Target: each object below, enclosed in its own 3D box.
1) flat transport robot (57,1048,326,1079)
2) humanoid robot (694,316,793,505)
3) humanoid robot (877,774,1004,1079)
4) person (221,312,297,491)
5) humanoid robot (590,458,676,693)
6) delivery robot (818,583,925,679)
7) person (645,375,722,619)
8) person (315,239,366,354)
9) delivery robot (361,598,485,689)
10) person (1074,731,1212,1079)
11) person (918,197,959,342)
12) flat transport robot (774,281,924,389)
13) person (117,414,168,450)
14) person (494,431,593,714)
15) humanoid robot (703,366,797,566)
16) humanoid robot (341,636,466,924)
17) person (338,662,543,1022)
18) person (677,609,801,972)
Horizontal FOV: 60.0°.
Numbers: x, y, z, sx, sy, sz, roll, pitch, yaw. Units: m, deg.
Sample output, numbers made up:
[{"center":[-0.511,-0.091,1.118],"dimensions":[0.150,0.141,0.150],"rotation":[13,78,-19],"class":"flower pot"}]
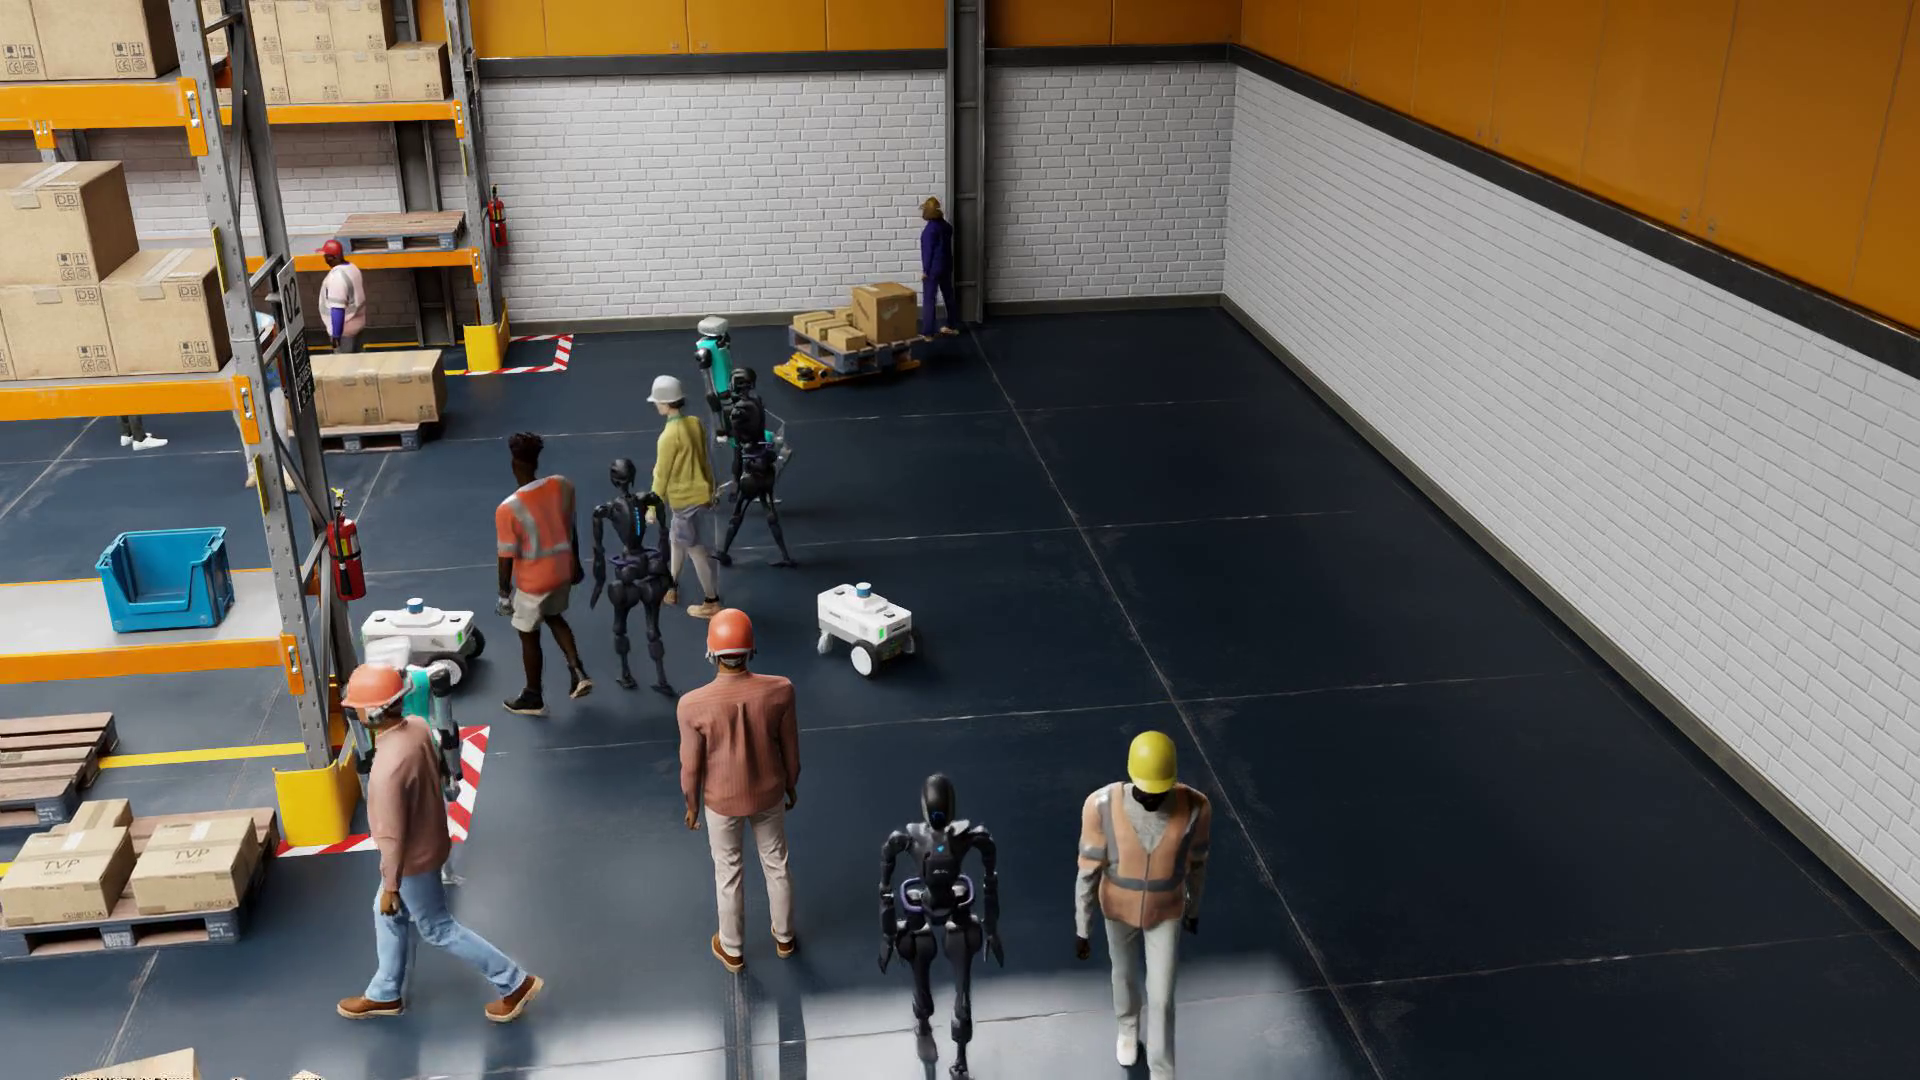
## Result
[{"center":[-2.957,2.952,6.671],"dimensions":[1.431,0.231,0.659],"rotation":[12,26,26],"class":"flat transport robot"},{"center":[-1.779,-0.999,13.832],"dimensions":[1.002,1.719,0.546],"rotation":[5,24,12],"class":"humanoid robot"},{"center":[-0.088,1.778,7.610],"dimensions":[0.584,1.640,0.589],"rotation":[-3,24,-6],"class":"humanoid robot"},{"center":[-6.121,-1.277,14.407],"dimensions":[0.646,1.809,0.703],"rotation":[-12,26,-25],"class":"person"},{"center":[-2.158,0.249,11.096],"dimensions":[0.600,1.646,0.417],"rotation":[-17,29,-34],"class":"humanoid robot"},{"center":[-0.651,0.606,11.675],"dimensions":[0.778,0.607,0.512],"rotation":[22,32,40],"class":"delivery robot"},{"center":[-2.114,-0.308,12.122],"dimensions":[0.837,1.855,0.488],"rotation":[7,25,16],"class":"person"},{"center":[-6.026,-2.080,16.295],"dimensions":[0.420,1.754,0.617],"rotation":[0,24,1],"class":"person"},{"center":[-3.711,0.686,11.466],"dimensions":[0.785,0.585,0.499],"rotation":[0,24,0],"class":"delivery robot"},{"center":[0.811,1.713,7.477],"dimensions":[0.596,1.886,0.887],"rotation":[2,24,6],"class":"person"},{"center":[-0.283,-3.045,18.685],"dimensions":[0.387,1.614,0.514],"rotation":[15,28,30],"class":"person"},{"center":[-1.196,-1.887,17.695],"dimensions":[1.431,0.231,0.659],"rotation":[-15,28,-30],"class":"flat transport robot"},{"center":[-7.748,-1.754,15.409],"dimensions":[0.524,1.866,0.326],"rotation":[19,30,37],"class":"person"},{"center":[-2.708,0.236,10.768],"dimensions":[0.529,1.944,0.672],"rotation":[14,27,29],"class":"person"},{"center":[-1.657,-0.564,12.970],"dimensions":[0.740,1.624,0.589],"rotation":[6,24,14],"class":"humanoid robot"},{"center":[-2.948,1.217,8.819],"dimensions":[0.568,1.785,0.851],"rotation":[-13,27,-27],"class":"humanoid robot"},{"center":[-2.571,1.474,7.959],"dimensions":[0.982,1.944,0.627],"rotation":[-3,24,-6],"class":"person"},{"center":[-1.100,1.263,8.374],"dimensions":[0.611,1.995,0.386],"rotation":[-8,25,-18],"class":"person"}]
